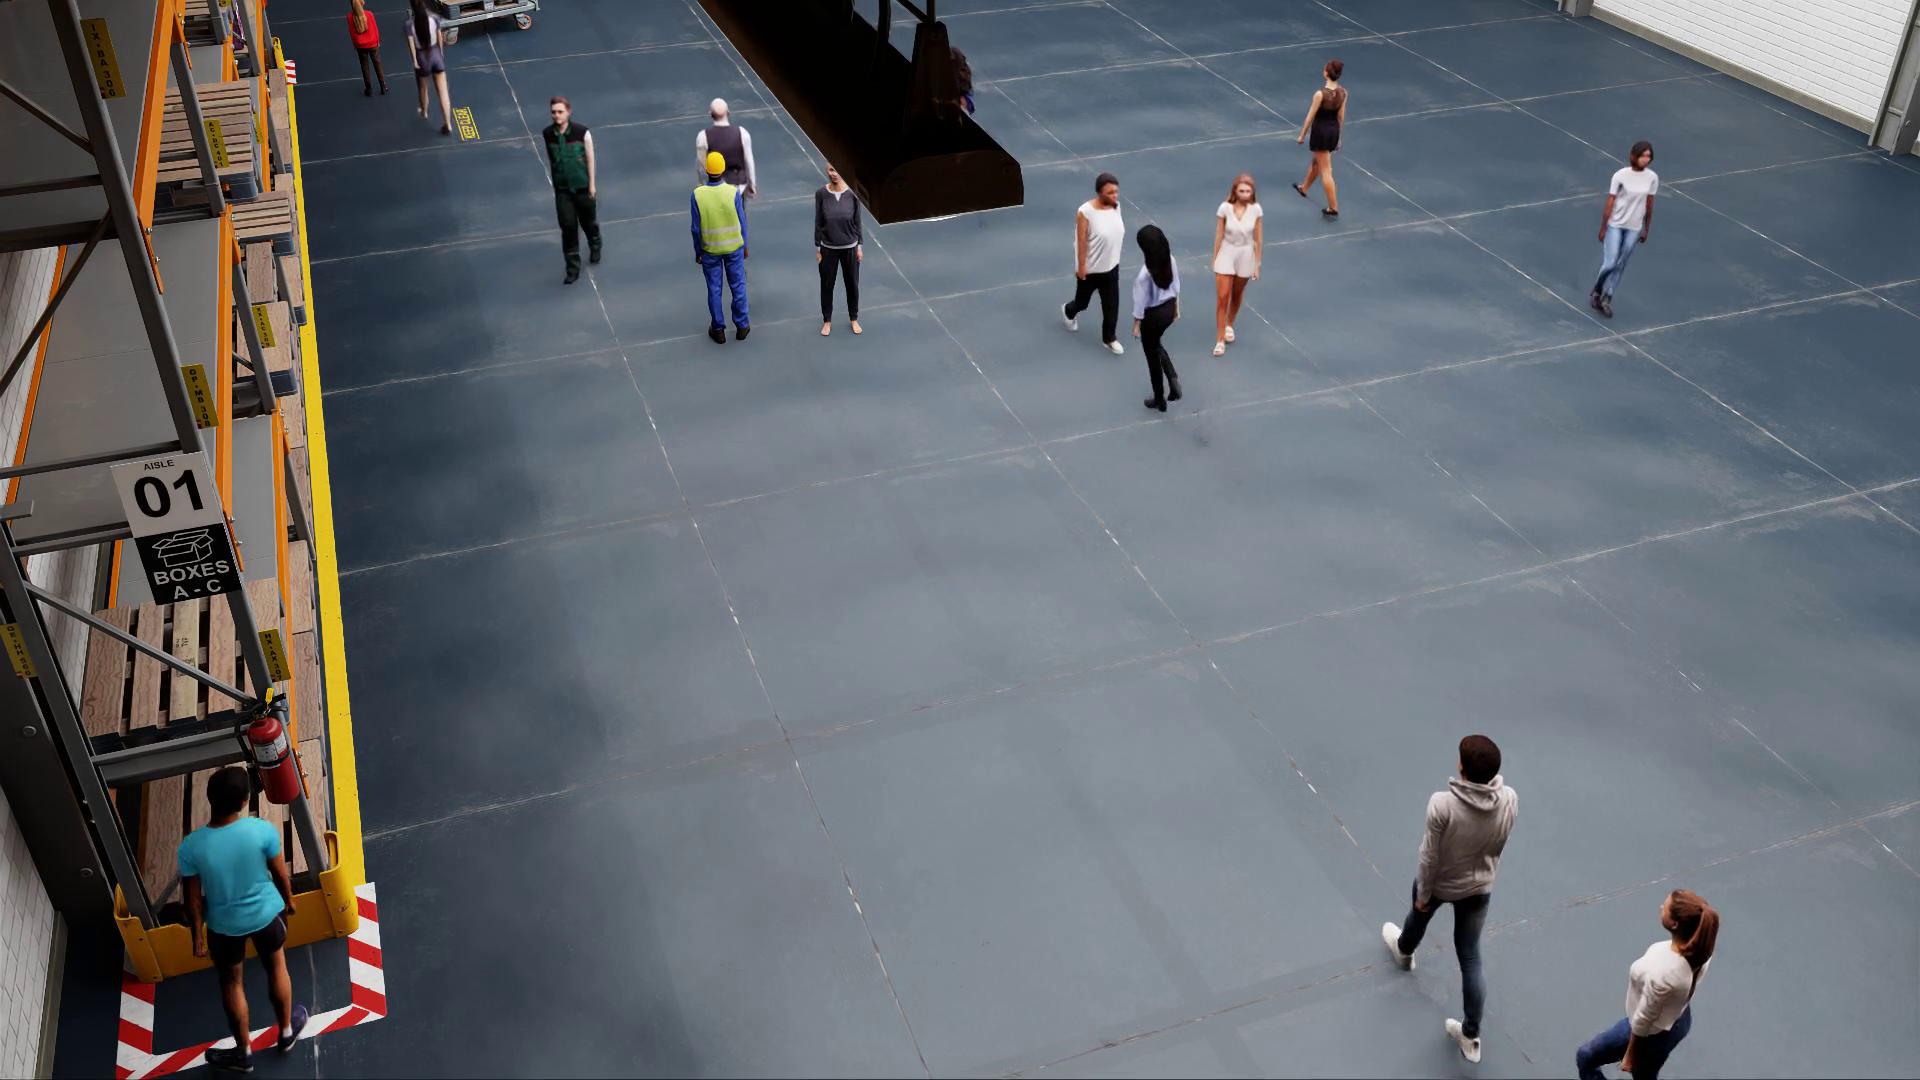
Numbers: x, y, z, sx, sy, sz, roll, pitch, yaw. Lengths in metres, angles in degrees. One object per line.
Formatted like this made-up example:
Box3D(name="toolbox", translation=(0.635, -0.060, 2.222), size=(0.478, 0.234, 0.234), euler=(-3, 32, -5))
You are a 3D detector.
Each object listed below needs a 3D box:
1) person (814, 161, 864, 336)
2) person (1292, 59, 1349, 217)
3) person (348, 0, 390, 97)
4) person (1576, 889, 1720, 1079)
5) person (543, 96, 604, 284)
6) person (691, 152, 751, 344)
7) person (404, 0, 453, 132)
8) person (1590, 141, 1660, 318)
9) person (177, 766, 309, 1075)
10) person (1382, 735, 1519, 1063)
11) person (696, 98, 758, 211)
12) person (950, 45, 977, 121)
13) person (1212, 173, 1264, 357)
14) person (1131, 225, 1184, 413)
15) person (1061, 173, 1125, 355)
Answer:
Box3D(name="person", translation=(-1.129, -2.756, 15.458), size=(0.645, 1.726, 0.583), euler=(-4, 34, -7))
Box3D(name="person", translation=(3.948, -4.274, 17.830), size=(0.687, 1.628, 1.137), euler=(-16, 37, -22))
Box3D(name="person", translation=(-7.583, -6.335, 21.245), size=(0.479, 1.281, 0.493), euler=(-11, 35, -17))
Box3D(name="person", translation=(3.314, 2.352, 7.791), size=(0.719, 1.708, 0.748), euler=(-23, 40, -30))
Box3D(name="person", translation=(-3.804, -3.534, 16.557), size=(0.915, 1.805, 1.202), euler=(1, 34, 1))
Box3D(name="person", translation=(-2.198, -2.692, 15.283), size=(0.683, 1.813, 0.593), euler=(-8, 35, -12))
Box3D(name="person", translation=(-6.346, -5.709, 20.002), size=(0.715, 1.614, 1.047), euler=(-18, 37, -25))
Box3D(name="person", translation=(6.275, -2.985, 15.810), size=(0.692, 1.718, 0.726), euler=(0, 34, 0))
Box3D(name="person", translation=(-3.615, 1.953, 8.360), size=(0.839, 1.741, 0.667), euler=(-26, 42, -33))
Box3D(name="person", translation=(2.582, 1.831, 8.487), size=(0.845, 1.804, 1.315), euler=(-6, 34, -9))
Box3D(name="person", translation=(-2.275, -3.400, 16.358), size=(0.753, 1.802, 0.929), euler=(-9, 35, -13))
Box3D(name="person", translation=(-0.039, -4.657, 18.422), size=(0.675, 1.610, 0.728), euler=(-7, 34, -10))
Box3D(name="person", translation=(2.534, -2.593, 15.263), size=(0.817, 1.671, 0.996), euler=(2, 34, 3))
Box3D(name="person", translation=(1.720, -1.810, 14.037), size=(0.818, 1.724, 0.848), euler=(-26, 41, -33))
Box3D(name="person", translation=(1.236, -2.566, 15.236), size=(0.809, 1.656, 1.115), euler=(-19, 38, -26))
